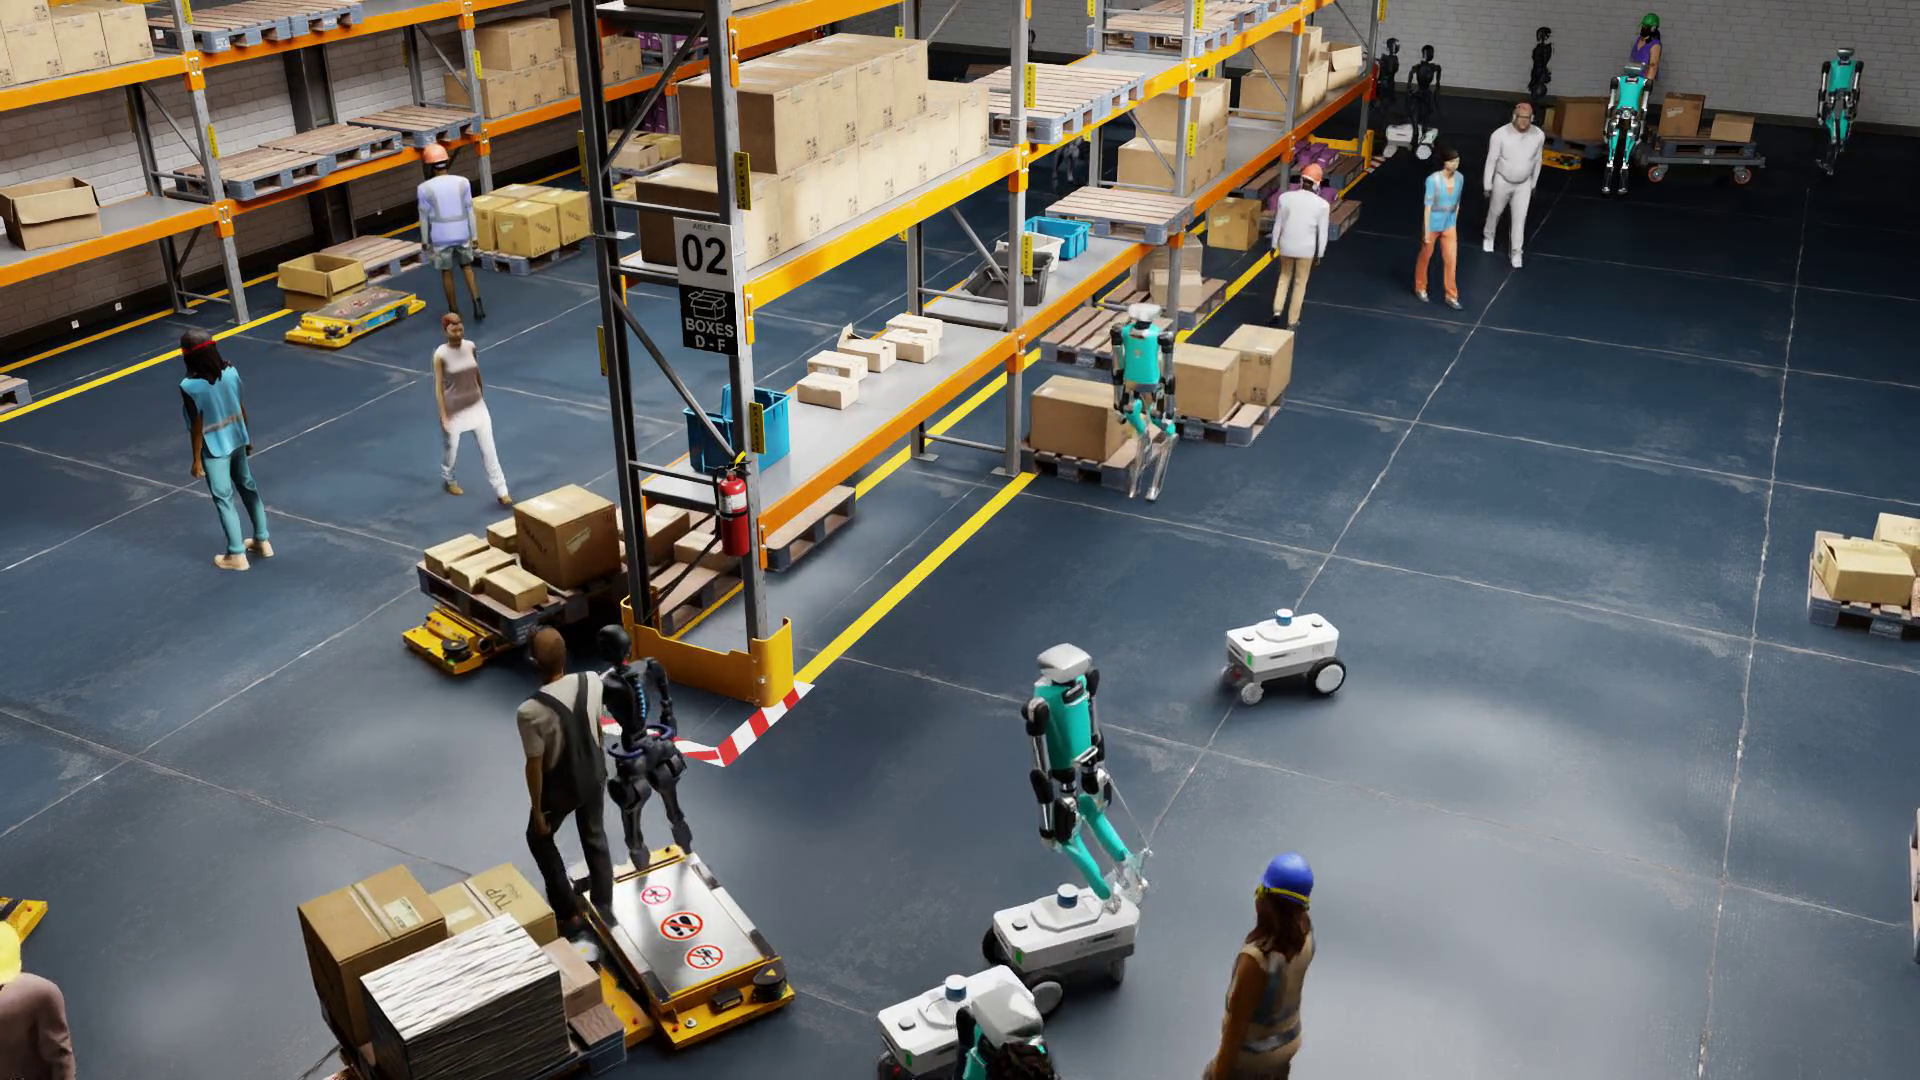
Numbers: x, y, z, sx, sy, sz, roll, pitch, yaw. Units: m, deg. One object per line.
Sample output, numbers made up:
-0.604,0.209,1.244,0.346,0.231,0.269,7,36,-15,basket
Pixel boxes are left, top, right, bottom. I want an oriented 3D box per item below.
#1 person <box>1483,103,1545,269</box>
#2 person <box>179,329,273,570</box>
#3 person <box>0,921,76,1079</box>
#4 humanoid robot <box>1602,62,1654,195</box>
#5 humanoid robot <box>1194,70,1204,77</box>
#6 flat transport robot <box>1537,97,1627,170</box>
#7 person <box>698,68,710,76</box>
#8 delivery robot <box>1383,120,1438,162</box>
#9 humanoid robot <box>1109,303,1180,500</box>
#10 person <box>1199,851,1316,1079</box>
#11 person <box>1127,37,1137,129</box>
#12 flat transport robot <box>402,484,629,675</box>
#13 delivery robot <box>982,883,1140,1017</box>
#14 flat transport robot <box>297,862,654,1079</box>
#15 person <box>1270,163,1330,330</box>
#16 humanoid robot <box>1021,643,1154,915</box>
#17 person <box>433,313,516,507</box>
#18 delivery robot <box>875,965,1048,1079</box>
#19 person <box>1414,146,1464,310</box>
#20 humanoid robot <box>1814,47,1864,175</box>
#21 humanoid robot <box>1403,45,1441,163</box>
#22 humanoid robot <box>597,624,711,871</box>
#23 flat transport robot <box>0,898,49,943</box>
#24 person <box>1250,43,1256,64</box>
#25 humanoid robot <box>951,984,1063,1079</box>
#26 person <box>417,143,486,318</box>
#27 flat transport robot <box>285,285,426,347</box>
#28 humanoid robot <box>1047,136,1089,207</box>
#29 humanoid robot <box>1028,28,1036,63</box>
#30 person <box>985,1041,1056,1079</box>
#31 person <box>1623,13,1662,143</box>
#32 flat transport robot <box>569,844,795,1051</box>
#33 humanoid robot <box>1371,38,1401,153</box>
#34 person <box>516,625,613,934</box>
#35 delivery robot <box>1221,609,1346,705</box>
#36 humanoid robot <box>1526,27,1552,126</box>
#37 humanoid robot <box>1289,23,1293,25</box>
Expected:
6.443,-4.186,19.450,0.667,1.855,1.004,1,26,3,person
-5.464,-0.668,12.329,0.384,1.861,0.532,12,29,22,person
-3.793,2.203,6.694,0.566,1.722,0.448,-1,26,-3,person
8.675,-5.348,21.775,0.533,1.677,0.735,12,29,22,humanoid robot
3.354,-6.225,23.715,0.912,1.768,0.541,-23,34,-38,humanoid robot
8.953,-5.588,24.065,1.431,0.231,0.659,-19,32,-33,flat transport robot
-3.138,-5.148,21.420,0.628,1.827,0.565,-4,27,-8,person
6.599,-5.840,24.261,0.803,0.603,0.499,11,28,20,delivery robot
1.541,-1.089,13.388,0.532,1.824,0.778,13,29,25,humanoid robot
1.223,2.101,6.887,0.549,1.734,0.377,-21,33,-36,person
2.794,-7.252,25.695,0.514,1.810,0.510,0,26,-1,person
-3.134,0.507,11.754,0.659,0.231,1.431,22,34,37,flat transport robot
0.500,2.016,8.401,0.782,0.611,0.523,-10,28,-19,delivery robot
-2.245,2.423,7.884,1.431,0.231,0.659,-20,32,-34,flat transport robot
3.534,-3.046,17.286,0.579,1.723,0.442,14,29,25,person
0.690,1.394,8.290,0.710,1.770,0.533,20,32,34,humanoid robot
-3.984,-1.046,13.373,0.883,1.606,0.484,24,35,39,person
-0.004,2.298,7.807,0.774,0.588,0.499,-14,30,-26,delivery robot
5.194,-3.338,17.869,0.486,1.732,0.849,-5,27,-11,person
12.156,-5.848,22.958,0.549,1.726,0.988,4,27,9,humanoid robot
6.626,-6.237,23.801,0.603,1.659,0.376,-9,28,-17,humanoid robot
-1.647,1.199,8.776,0.455,1.647,0.592,21,33,36,humanoid robot
-5.279,2.222,8.289,0.659,0.231,1.431,2,26,5,flat transport robot
4.778,-7.649,26.421,0.403,1.876,0.553,5,27,9,person
-0.070,2.509,6.113,0.843,1.811,0.545,-18,31,-32,humanoid robot
-5.320,-3.169,17.315,0.561,1.920,0.421,-18,31,-31,person
-6.369,-2.369,17.563,0.659,0.231,1.431,10,28,19,flat transport robot
1.413,-5.178,21.662,0.560,1.632,0.613,-19,32,-33,humanoid robot
0.956,-6.906,25.158,0.660,1.626,0.600,8,27,16,humanoid robot
0.169,2.533,5.842,0.551,1.883,0.534,11,28,20,person
10.111,-6.826,24.691,0.410,1.933,0.533,-7,27,-13,person
-1.480,2.048,8.642,0.659,0.231,1.431,-16,30,-29,flat transport robot
6.186,-6.509,24.352,0.370,1.644,0.611,17,31,31,humanoid robot
-2.012,1.254,8.500,0.514,1.819,0.518,-23,35,-39,person
2.127,0.740,10.964,0.801,0.597,0.499,-10,28,-19,delivery robot
8.767,-6.928,25.184,0.366,1.645,0.608,2,26,3,humanoid robot
4.781,-6.865,24.992,0.805,1.790,0.540,13,29,24,humanoid robot
